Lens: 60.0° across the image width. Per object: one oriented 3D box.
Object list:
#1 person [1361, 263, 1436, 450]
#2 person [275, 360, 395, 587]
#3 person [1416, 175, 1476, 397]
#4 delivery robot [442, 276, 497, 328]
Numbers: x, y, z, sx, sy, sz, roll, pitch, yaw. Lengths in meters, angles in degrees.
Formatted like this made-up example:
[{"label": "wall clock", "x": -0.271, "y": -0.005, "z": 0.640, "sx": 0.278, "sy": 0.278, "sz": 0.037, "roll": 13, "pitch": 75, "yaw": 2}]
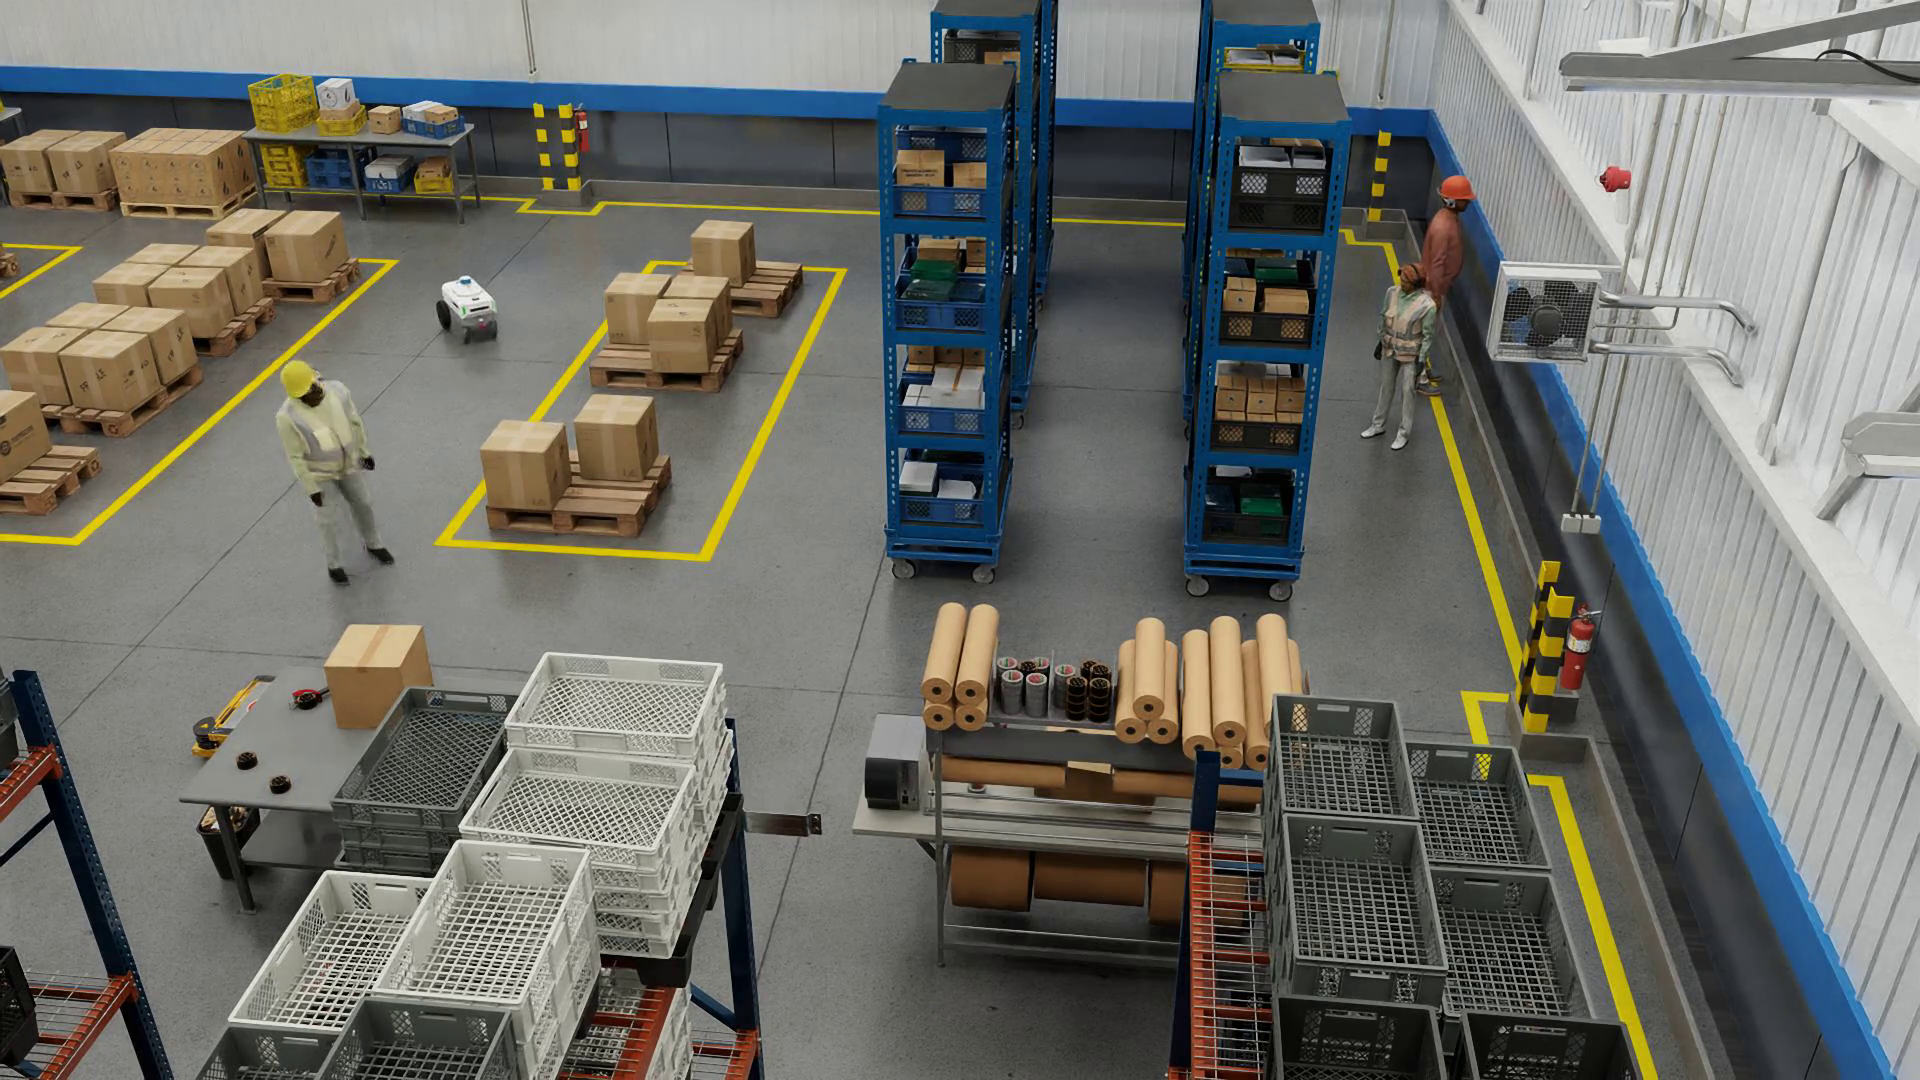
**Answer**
[{"label": "person", "x": 3.710, "y": -1.560, "z": 13.974, "sx": 0.310, "sy": 1.639, "sz": 0.514, "roll": -23, "pitch": 37, "yaw": -34}, {"label": "person", "x": -4.547, "y": -0.523, "z": 12.051, "sx": 0.407, "sy": 1.785, "sz": 0.647, "roll": 20, "pitch": 36, "yaw": 31}, {"label": "person", "x": 4.289, "y": -2.289, "z": 14.877, "sx": 0.382, "sy": 1.996, "sz": 0.608, "roll": 10, "pitch": 32, "yaw": 17}, {"label": "delivery robot", "x": -4.812, "y": -2.344, "z": 16.293, "sx": 0.477, "sy": 0.478, "sz": 0.707, "roll": -17, "pitch": 33, "yaw": -27}]
